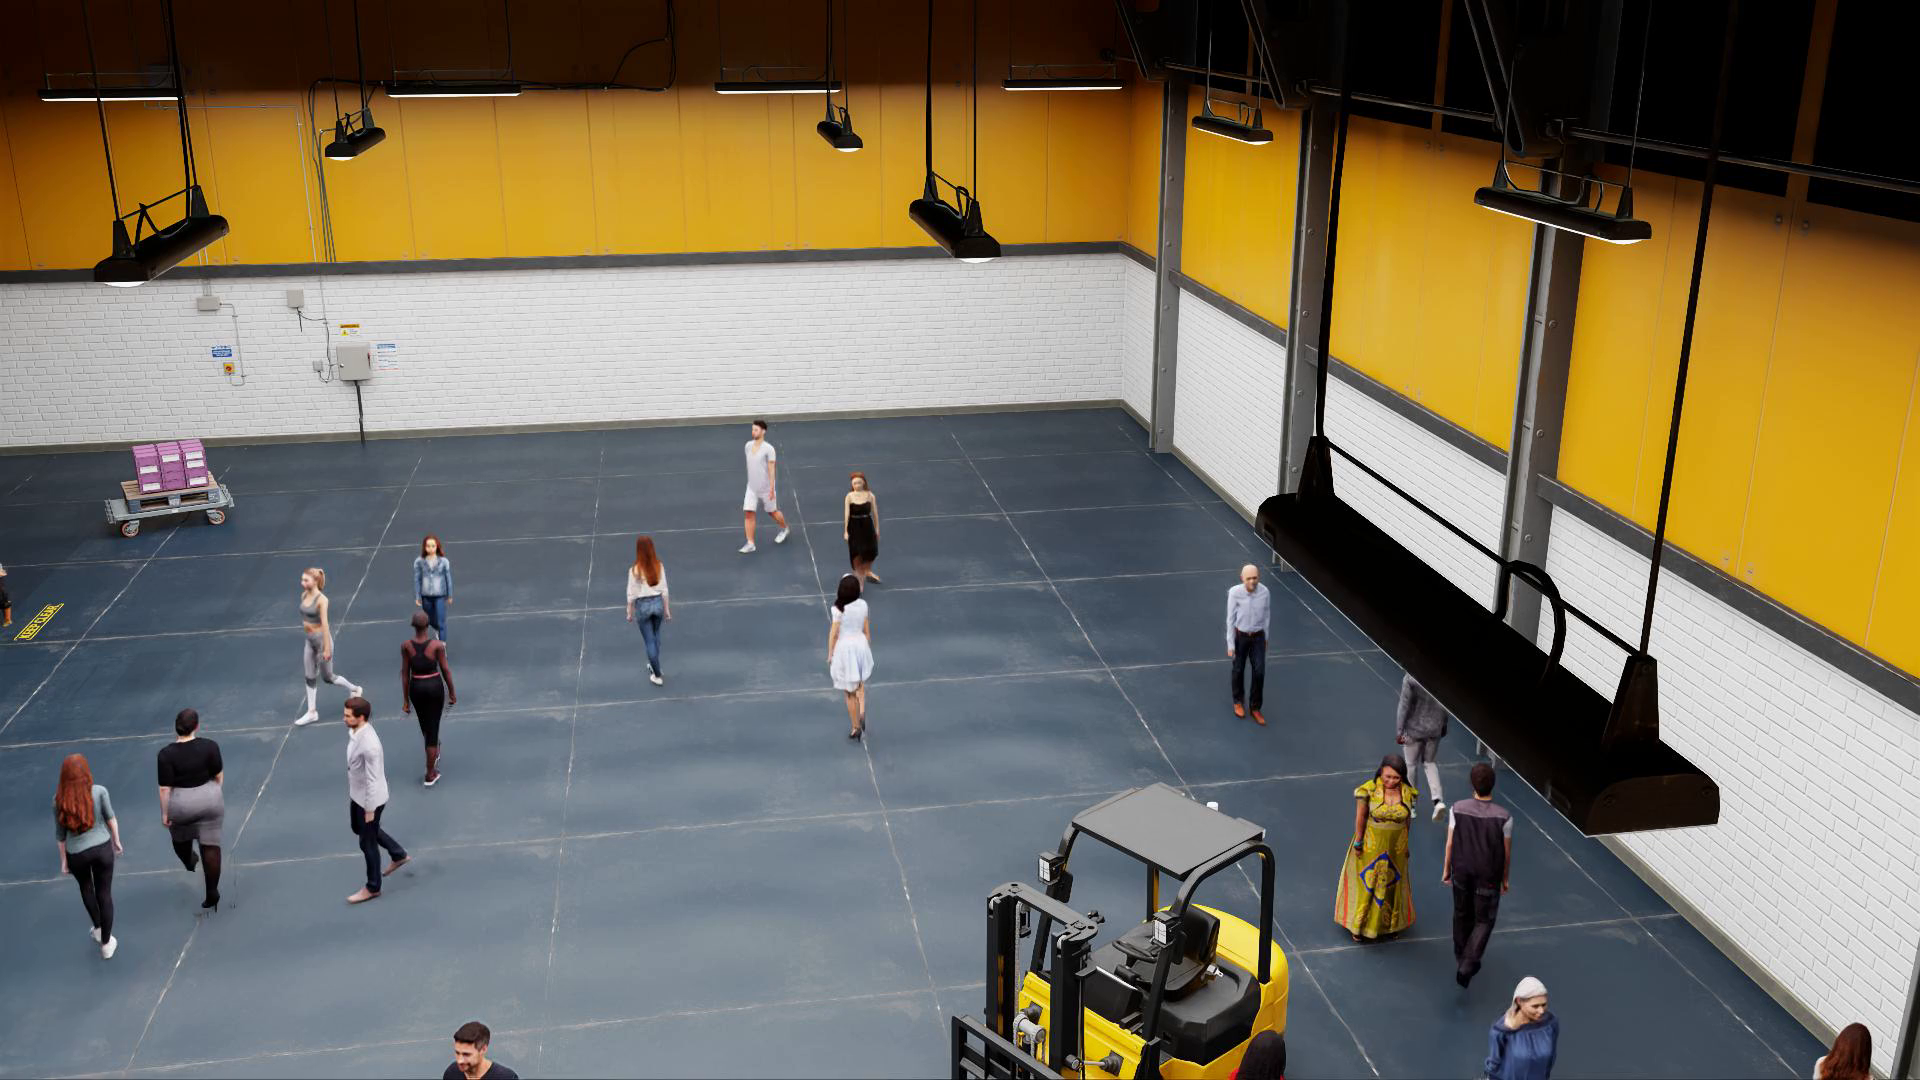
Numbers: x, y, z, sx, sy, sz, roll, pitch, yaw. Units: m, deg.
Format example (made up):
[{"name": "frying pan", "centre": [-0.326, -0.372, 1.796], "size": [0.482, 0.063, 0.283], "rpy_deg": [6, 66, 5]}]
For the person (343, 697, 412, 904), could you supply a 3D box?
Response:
[{"name": "person", "centre": [-5.018, 2.168, 14.253], "size": [0.927, 1.842, 0.886], "rpy_deg": [-10, 21, -28]}]

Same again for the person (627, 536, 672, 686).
[{"name": "person", "centre": [-3.415, 0.805, 18.501], "size": [0.769, 1.714, 0.880], "rpy_deg": [-12, 22, -31]}]

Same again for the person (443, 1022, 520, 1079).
[{"name": "person", "centre": [-2.792, 3.649, 9.814], "size": [0.703, 1.868, 0.651], "rpy_deg": [3, 19, 8]}]

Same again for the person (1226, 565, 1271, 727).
[{"name": "person", "centre": [3.042, 1.057, 17.679], "size": [0.706, 1.761, 0.848], "rpy_deg": [-2, 19, -5]}]

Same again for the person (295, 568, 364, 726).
[{"name": "person", "centre": [-6.753, 1.097, 17.677], "size": [0.987, 1.685, 1.044], "rpy_deg": [13, 22, 33]}]

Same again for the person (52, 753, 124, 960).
[{"name": "person", "centre": [-6.940, 2.558, 13.274], "size": [0.686, 1.728, 0.763], "rpy_deg": [-8, 20, -23]}]

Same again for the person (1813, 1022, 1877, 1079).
[{"name": "person", "centre": [5.448, 3.672, 10.346], "size": [0.667, 1.484, 0.580], "rpy_deg": [-17, 25, -42]}]

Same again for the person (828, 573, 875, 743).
[{"name": "person", "centre": [-1.076, 1.249, 17.040], "size": [0.814, 1.804, 0.910], "rpy_deg": [-10, 21, -28]}]

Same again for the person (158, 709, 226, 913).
[{"name": "person", "centre": [-6.432, 2.320, 14.017], "size": [0.930, 1.705, 1.210], "rpy_deg": [-12, 22, -31]}]

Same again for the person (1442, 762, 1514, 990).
[{"name": "person", "centre": [3.994, 2.633, 12.895], "size": [1.017, 1.827, 1.123], "rpy_deg": [9, 21, 26]}]

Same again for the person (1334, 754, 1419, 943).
[{"name": "person", "centre": [3.448, 2.485, 13.597], "size": [0.844, 1.659, 0.757], "rpy_deg": [-2, 19, -7]}]

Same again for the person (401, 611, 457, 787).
[{"name": "person", "centre": [-5.226, 1.563, 16.224], "size": [0.716, 1.730, 1.058], "rpy_deg": [-1, 19, -2]}]

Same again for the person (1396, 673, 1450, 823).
[{"name": "person", "centre": [4.340, 1.788, 15.409], "size": [0.710, 1.824, 0.873], "rpy_deg": [-4, 19, -13]}]

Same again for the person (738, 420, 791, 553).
[{"name": "person", "centre": [-2.678, -0.761, 22.985], "size": [1.199, 1.819, 1.265], "rpy_deg": [12, 22, 32]}]

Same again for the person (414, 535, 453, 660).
[{"name": "person", "centre": [-6.132, 0.638, 19.404], "size": [0.572, 1.454, 0.929], "rpy_deg": [-3, 19, -8]}]

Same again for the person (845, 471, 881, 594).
[{"name": "person", "centre": [-1.261, -0.118, 21.429], "size": [0.660, 1.594, 0.798], "rpy_deg": [-6, 20, -18]}]

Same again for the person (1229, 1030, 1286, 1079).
[{"name": "person", "centre": [1.705, 3.728, 9.837], "size": [1.102, 1.704, 1.152], "rpy_deg": [13, 22, 33]}]

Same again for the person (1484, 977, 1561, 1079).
[{"name": "person", "centre": [3.501, 3.471, 10.658], "size": [0.668, 1.666, 0.957], "rpy_deg": [-5, 19, -16]}]
